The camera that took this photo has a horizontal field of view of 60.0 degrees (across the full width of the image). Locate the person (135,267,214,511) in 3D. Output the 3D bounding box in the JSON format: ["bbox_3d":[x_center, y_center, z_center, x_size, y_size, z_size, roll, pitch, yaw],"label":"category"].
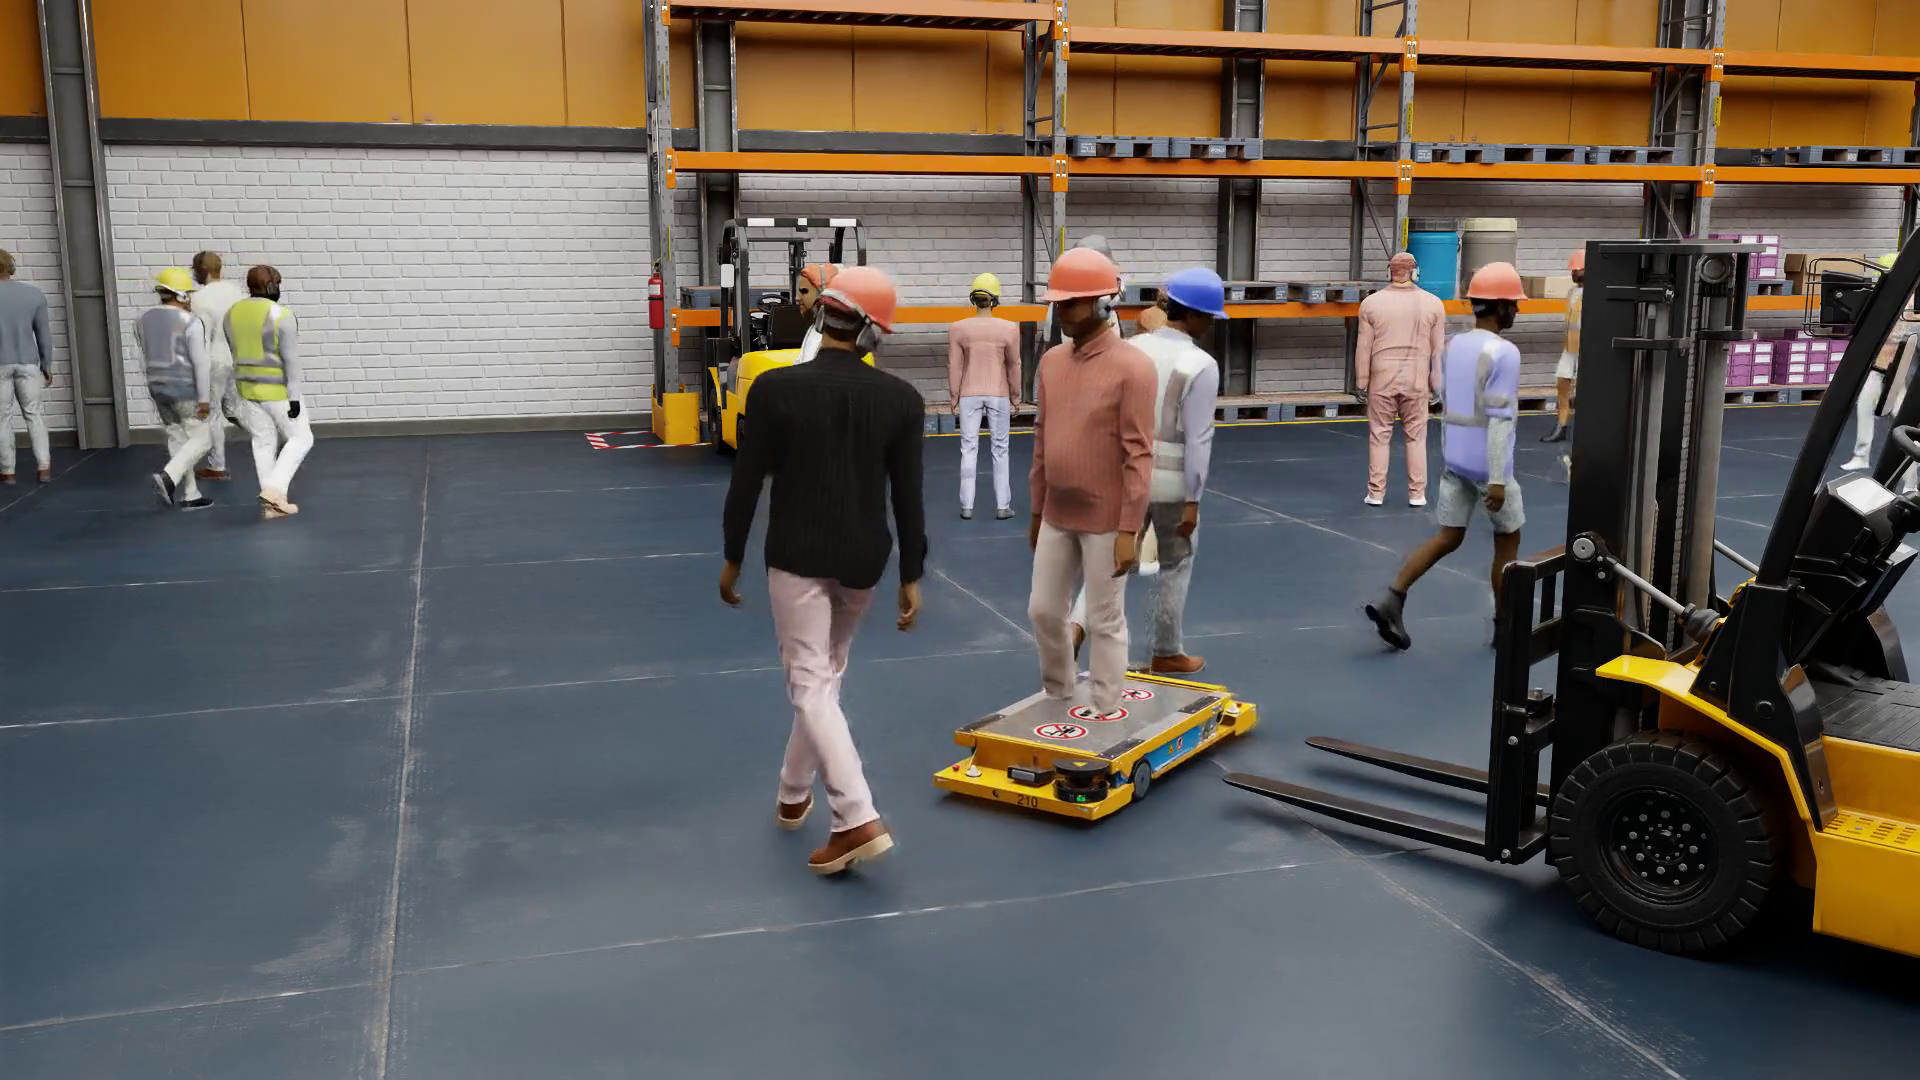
[{"bbox_3d":[-5.743,-1.075,12.122,0.592,1.809,0.608,4,11,19],"label":"person"}]

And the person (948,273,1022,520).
[{"bbox_3d":[0.179,-1.018,11.908,0.530,1.768,0.312,1,10,7],"label":"person"}]

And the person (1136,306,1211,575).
[{"bbox_3d":[1.247,-0.613,10.146,0.578,1.605,0.748,6,12,31],"label":"person"}]

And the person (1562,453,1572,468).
[{"bbox_3d":[5.395,-1.381,13.450,0.909,1.938,0.607,1,10,7],"label":"person"}]

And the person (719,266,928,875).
[{"bbox_3d":[-0.416,0.086,5.433,0.661,1.937,0.881,-5,12,-26],"label":"person"}]

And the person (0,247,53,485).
[{"bbox_3d":[-7.774,-1.418,13.624,0.635,1.939,0.359,-9,13,-39],"label":"person"}]

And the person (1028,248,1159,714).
[{"bbox_3d":[0.469,-0.092,6.250,0.404,1.983,0.639,-9,13,-39],"label":"person"}]

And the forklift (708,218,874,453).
[{"bbox_3d":[-1.522,-1.778,14.899,1.214,2.155,2.313,-3,11,-17],"label":"forklift"}]

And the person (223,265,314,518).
[{"bbox_3d":[-4.950,-1.052,11.932,0.636,1.823,0.429,4,11,19],"label":"person"}]

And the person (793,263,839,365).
[{"bbox_3d":[-0.724,-0.522,8.864,0.344,1.882,0.584,-4,11,-22],"label":"person"}]

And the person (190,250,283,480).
[{"bbox_3d":[-6.055,-1.430,13.745,0.722,1.921,0.641,3,11,15],"label":"person"}]

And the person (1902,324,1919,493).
[{"bbox_3d":[7.547,-1.124,12.851,0.285,1.633,0.499,-7,12,-33],"label":"person"}]

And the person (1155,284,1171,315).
[{"bbox_3d":[1.784,-1.337,14.004,0.416,1.625,0.520,-2,11,-11],"label":"person"}]

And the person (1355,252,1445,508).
[{"bbox_3d":[3.289,-1.192,12.480,0.648,1.904,0.401,2,11,10],"label":"person"}]

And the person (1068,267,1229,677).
[{"bbox_3d":[0.805,-0.251,7.367,0.853,1.896,0.673,-9,14,-41],"label":"person"}]

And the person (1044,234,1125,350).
[{"bbox_3d":[0.848,-0.944,10.746,0.535,2.000,0.684,-4,11,-21],"label":"person"}]

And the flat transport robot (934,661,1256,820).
[{"bbox_3d":[0.560,0.735,6.397,0.652,0.197,1.431,7,12,32],"label":"flat transport robot"}]

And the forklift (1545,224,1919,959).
[{"bbox_3d":[2.909,0.117,4.508,2.313,2.155,1.214,9,14,40],"label":"forklift"}]

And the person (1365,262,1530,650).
[{"bbox_3d":[2.448,-0.385,8.077,0.885,1.914,0.548,-3,11,-18],"label":"person"}]

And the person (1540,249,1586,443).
[{"bbox_3d":[6.172,-1.893,16.342,0.832,1.911,0.546,-3,11,-16],"label":"person"}]

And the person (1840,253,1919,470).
[{"bbox_3d":[8.158,-1.546,14.488,0.854,1.897,0.598,-4,11,-22],"label":"person"}]
